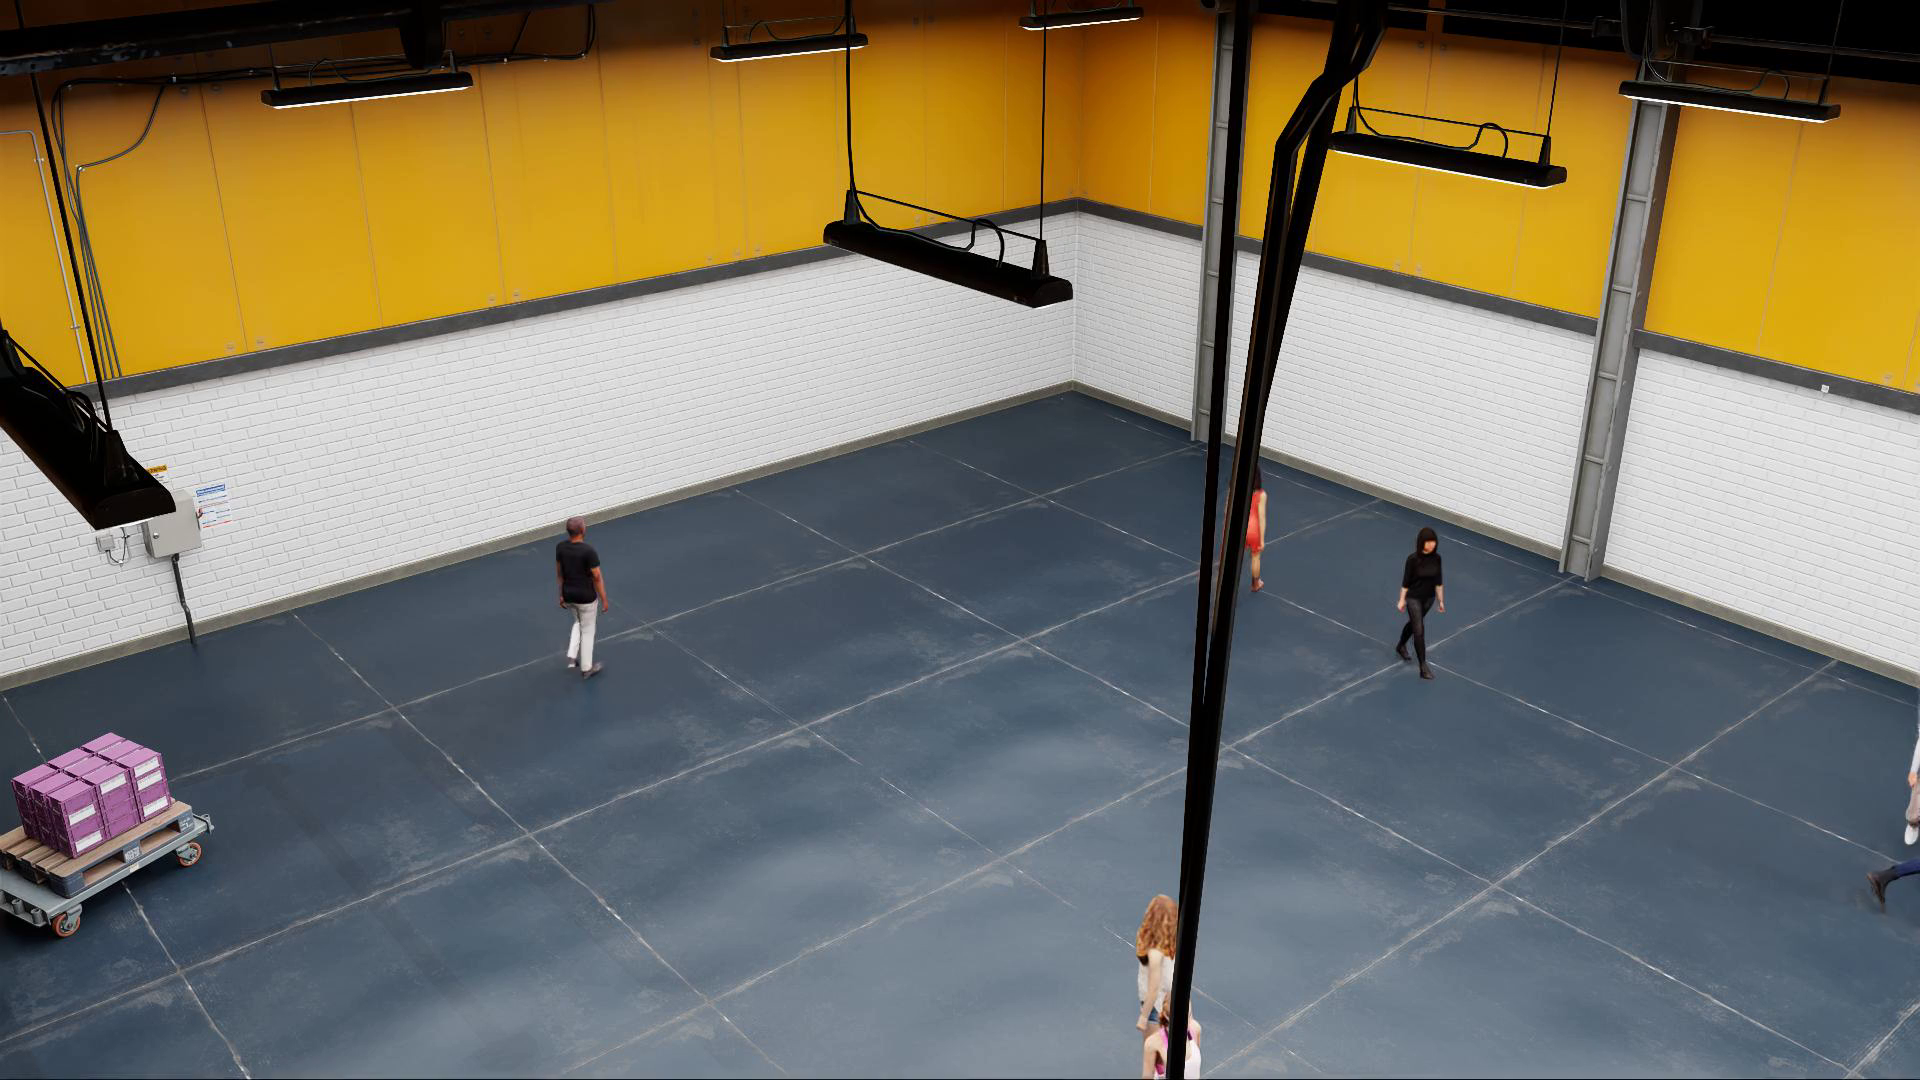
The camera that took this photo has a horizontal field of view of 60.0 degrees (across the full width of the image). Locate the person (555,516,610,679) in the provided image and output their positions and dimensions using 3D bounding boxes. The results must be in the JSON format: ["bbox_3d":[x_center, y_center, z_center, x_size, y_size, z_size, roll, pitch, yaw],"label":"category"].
[{"bbox_3d":[-3.976,0.639,17.218,0.751,1.794,0.843,10,26,22],"label":"person"}]

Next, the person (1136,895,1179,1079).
[{"bbox_3d":[1.378,3.191,11.423,0.627,1.759,0.639,12,27,26],"label":"person"}]

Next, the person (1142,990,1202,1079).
[{"bbox_3d":[1.311,3.576,10.508,0.633,1.787,0.558,-14,27,-29],"label":"person"}]

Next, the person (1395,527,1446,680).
[{"bbox_3d":[4.811,0.602,17.541,0.875,1.602,1.134,-7,25,-16],"label":"person"}]
